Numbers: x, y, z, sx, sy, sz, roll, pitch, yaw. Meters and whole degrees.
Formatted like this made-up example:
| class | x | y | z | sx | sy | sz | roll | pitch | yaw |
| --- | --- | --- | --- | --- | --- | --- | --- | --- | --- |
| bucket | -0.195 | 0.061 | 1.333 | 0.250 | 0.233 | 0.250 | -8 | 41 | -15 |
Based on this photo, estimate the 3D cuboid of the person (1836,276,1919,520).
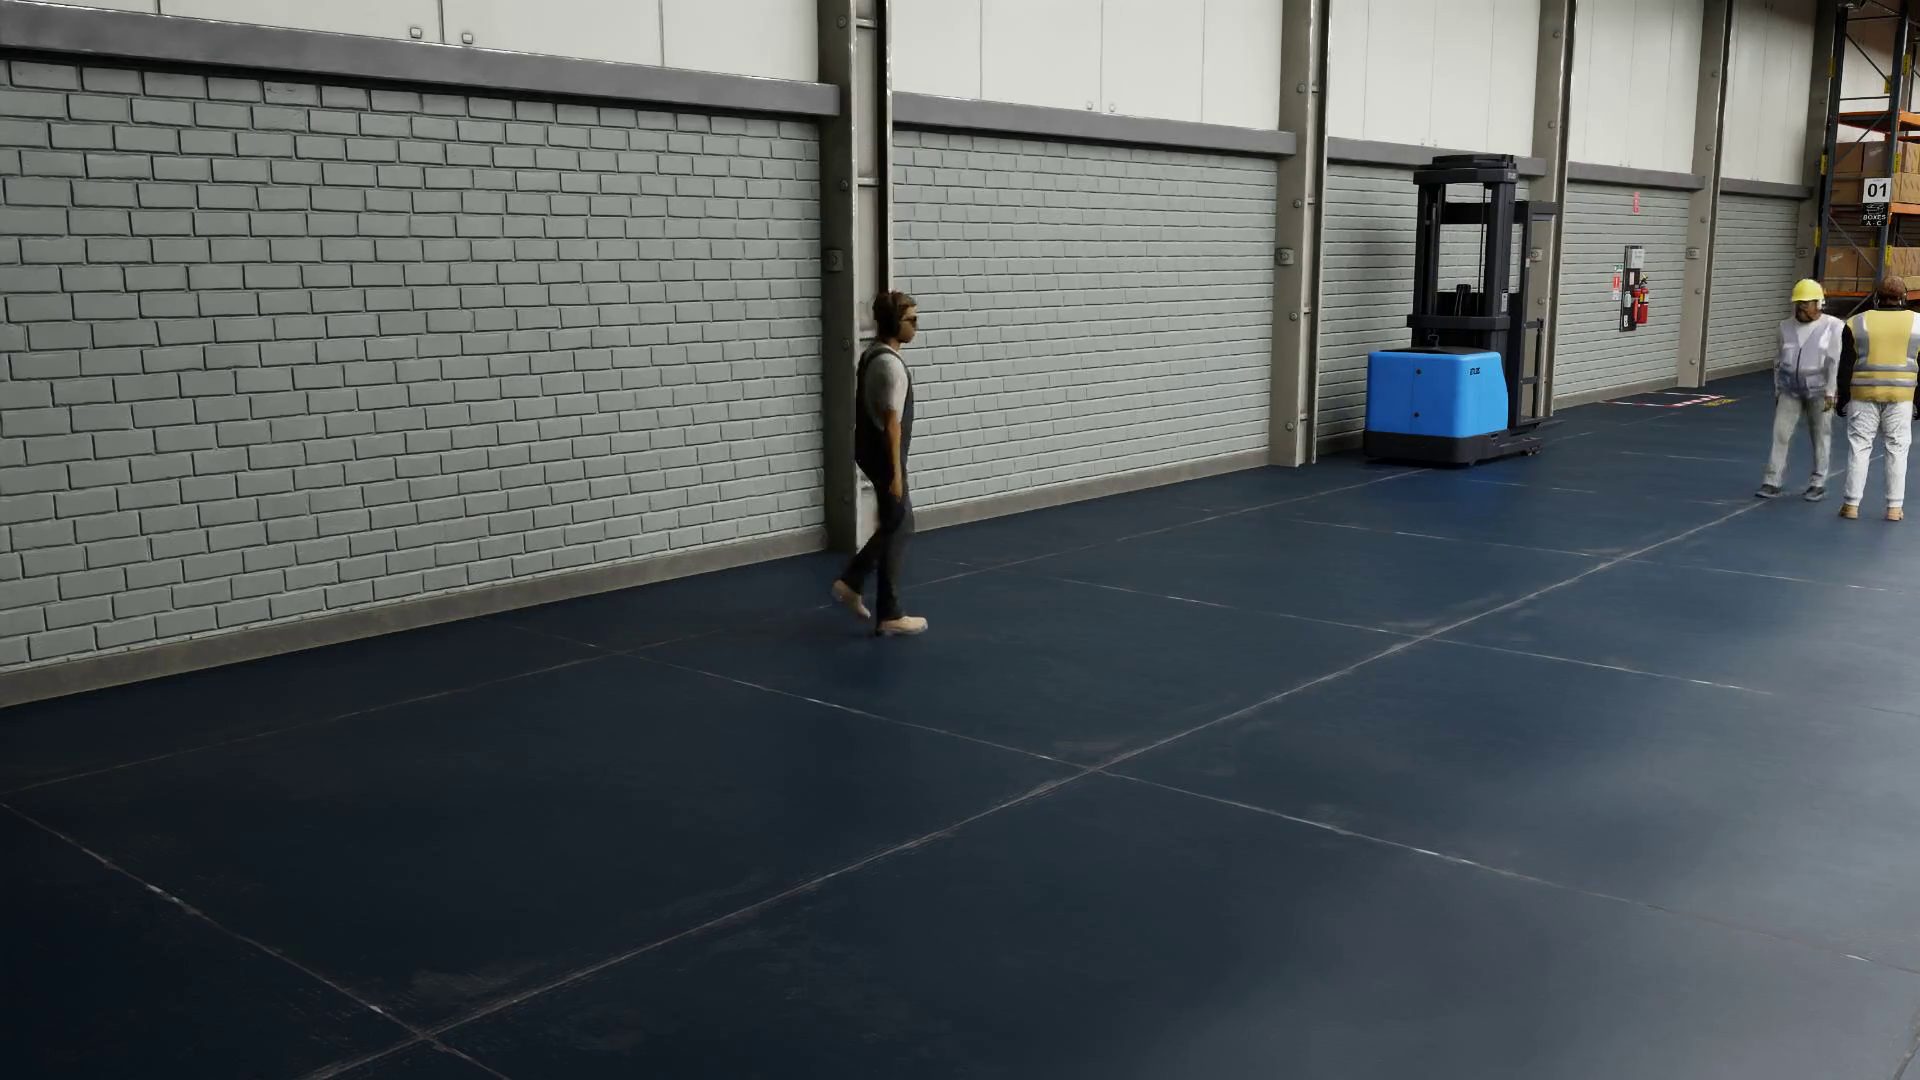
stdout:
| class | x | y | z | sx | sy | sz | roll | pitch | yaw |
| --- | --- | --- | --- | --- | --- | --- | --- | --- | --- |
| person | 7.020 | -1.079 | 12.671 | 0.633 | 1.843 | 0.429 | 4 | 11 | 22 |

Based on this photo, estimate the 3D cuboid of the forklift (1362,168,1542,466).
| class | x | y | z | sx | sy | sz | roll | pitch | yaw |
| --- | --- | --- | --- | --- | --- | --- | --- | --- | --- |
| forklift | 4.875 | -2.212 | 16.287 | 1.129 | 2.768 | 1.873 | 8 | 13 | 40 |

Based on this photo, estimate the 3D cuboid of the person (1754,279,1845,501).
| class | x | y | z | sx | sy | sz | roll | pitch | yaw |
| --- | --- | --- | --- | --- | --- | --- | --- | --- | --- |
| person | 6.822 | -1.199 | 13.480 | 0.829 | 1.795 | 0.615 | -8 | 13 | -39 |

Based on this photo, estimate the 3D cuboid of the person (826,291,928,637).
| class | x | y | z | sx | sy | sz | roll | pitch | yaw |
| --- | --- | --- | --- | --- | --- | --- | --- | --- | --- |
| person | -0.401 | -0.395 | 8.800 | 0.454 | 1.831 | 0.545 | -3 | 10 | -15 |
